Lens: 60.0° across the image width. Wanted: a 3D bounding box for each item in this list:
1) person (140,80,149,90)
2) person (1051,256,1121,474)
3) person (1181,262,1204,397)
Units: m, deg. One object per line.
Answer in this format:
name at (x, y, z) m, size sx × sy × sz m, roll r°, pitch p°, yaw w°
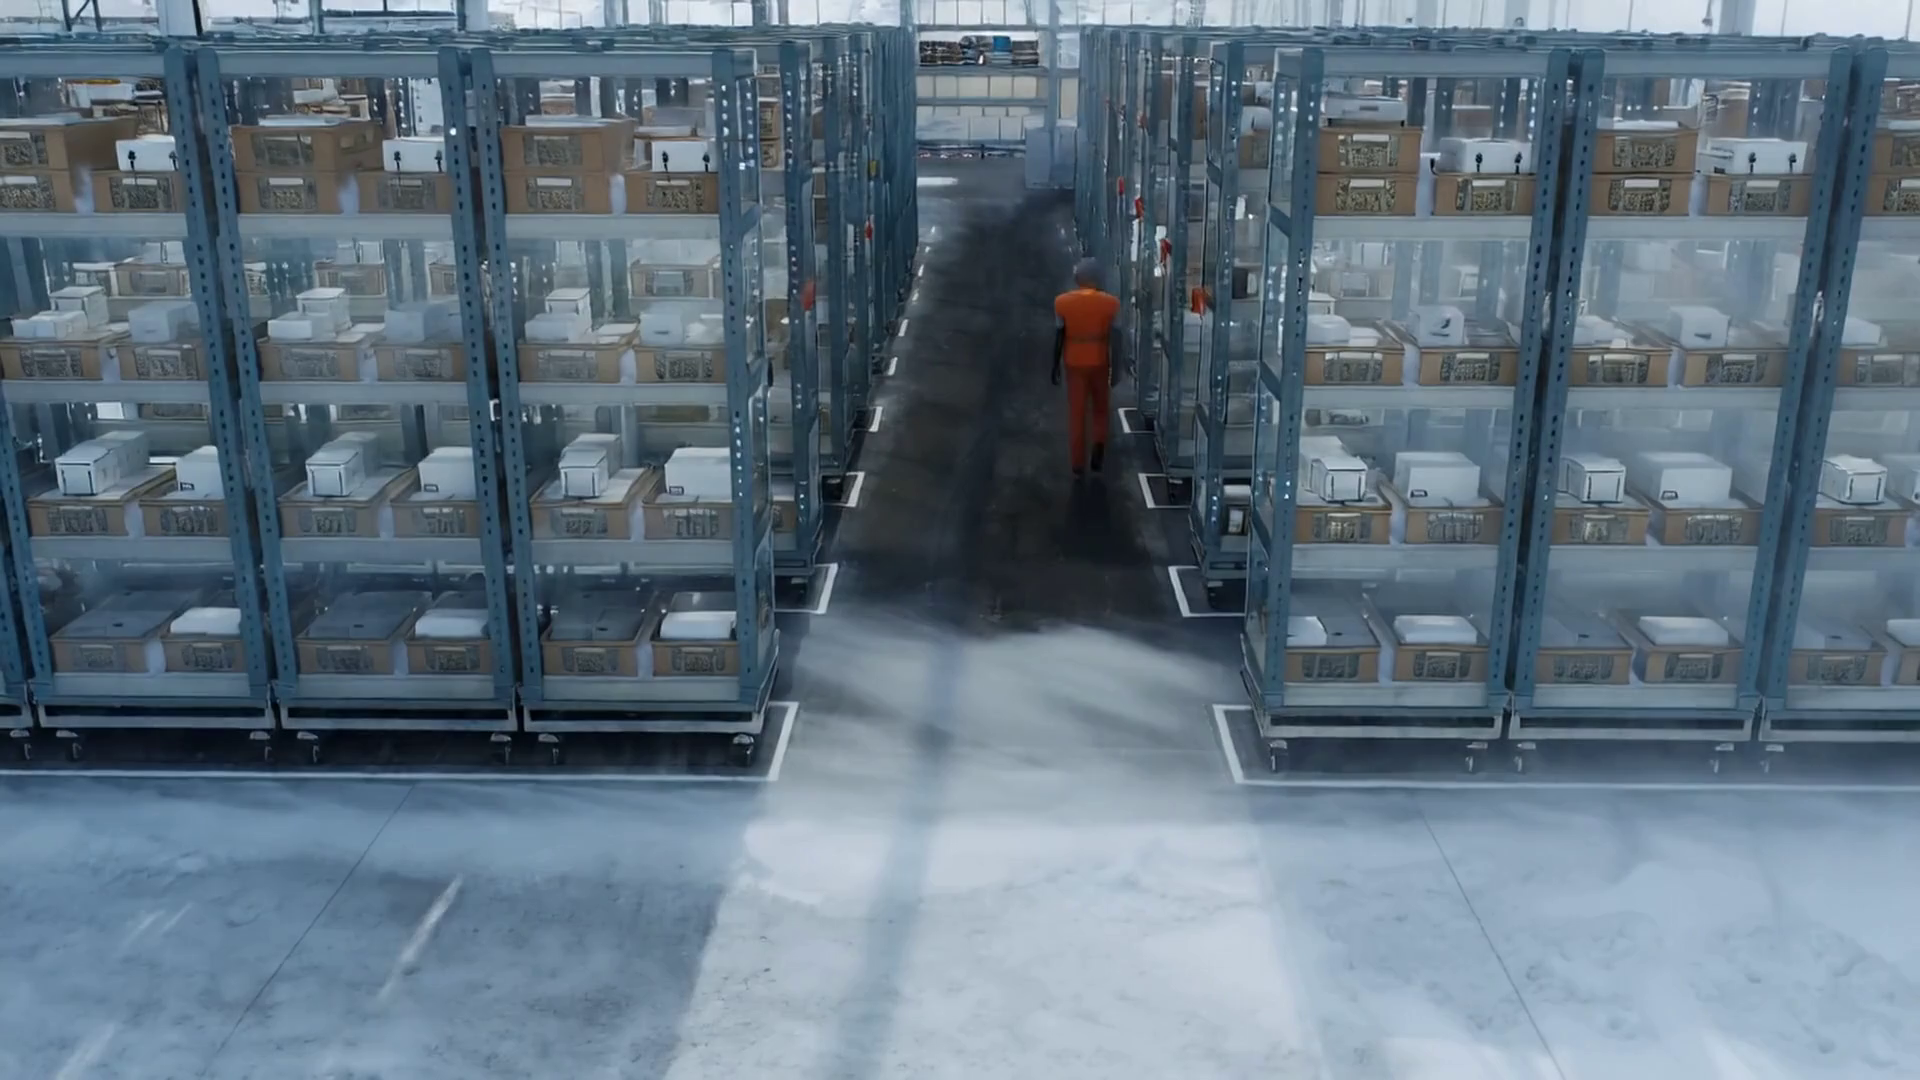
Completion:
person at (-26.025, -13.773, 53.248) m, size 0.429 × 1.840 × 0.622 m, roll 4°, pitch 18°, yaw 13°
person at (1.058, -1.462, 14.025) m, size 0.583 × 1.830 × 0.440 m, roll 1°, pitch 17°, yaw 2°
person at (2.332, -2.377, 16.935) m, size 0.403 × 1.834 × 0.588 m, roll -1°, pitch 17°, yaw -4°
